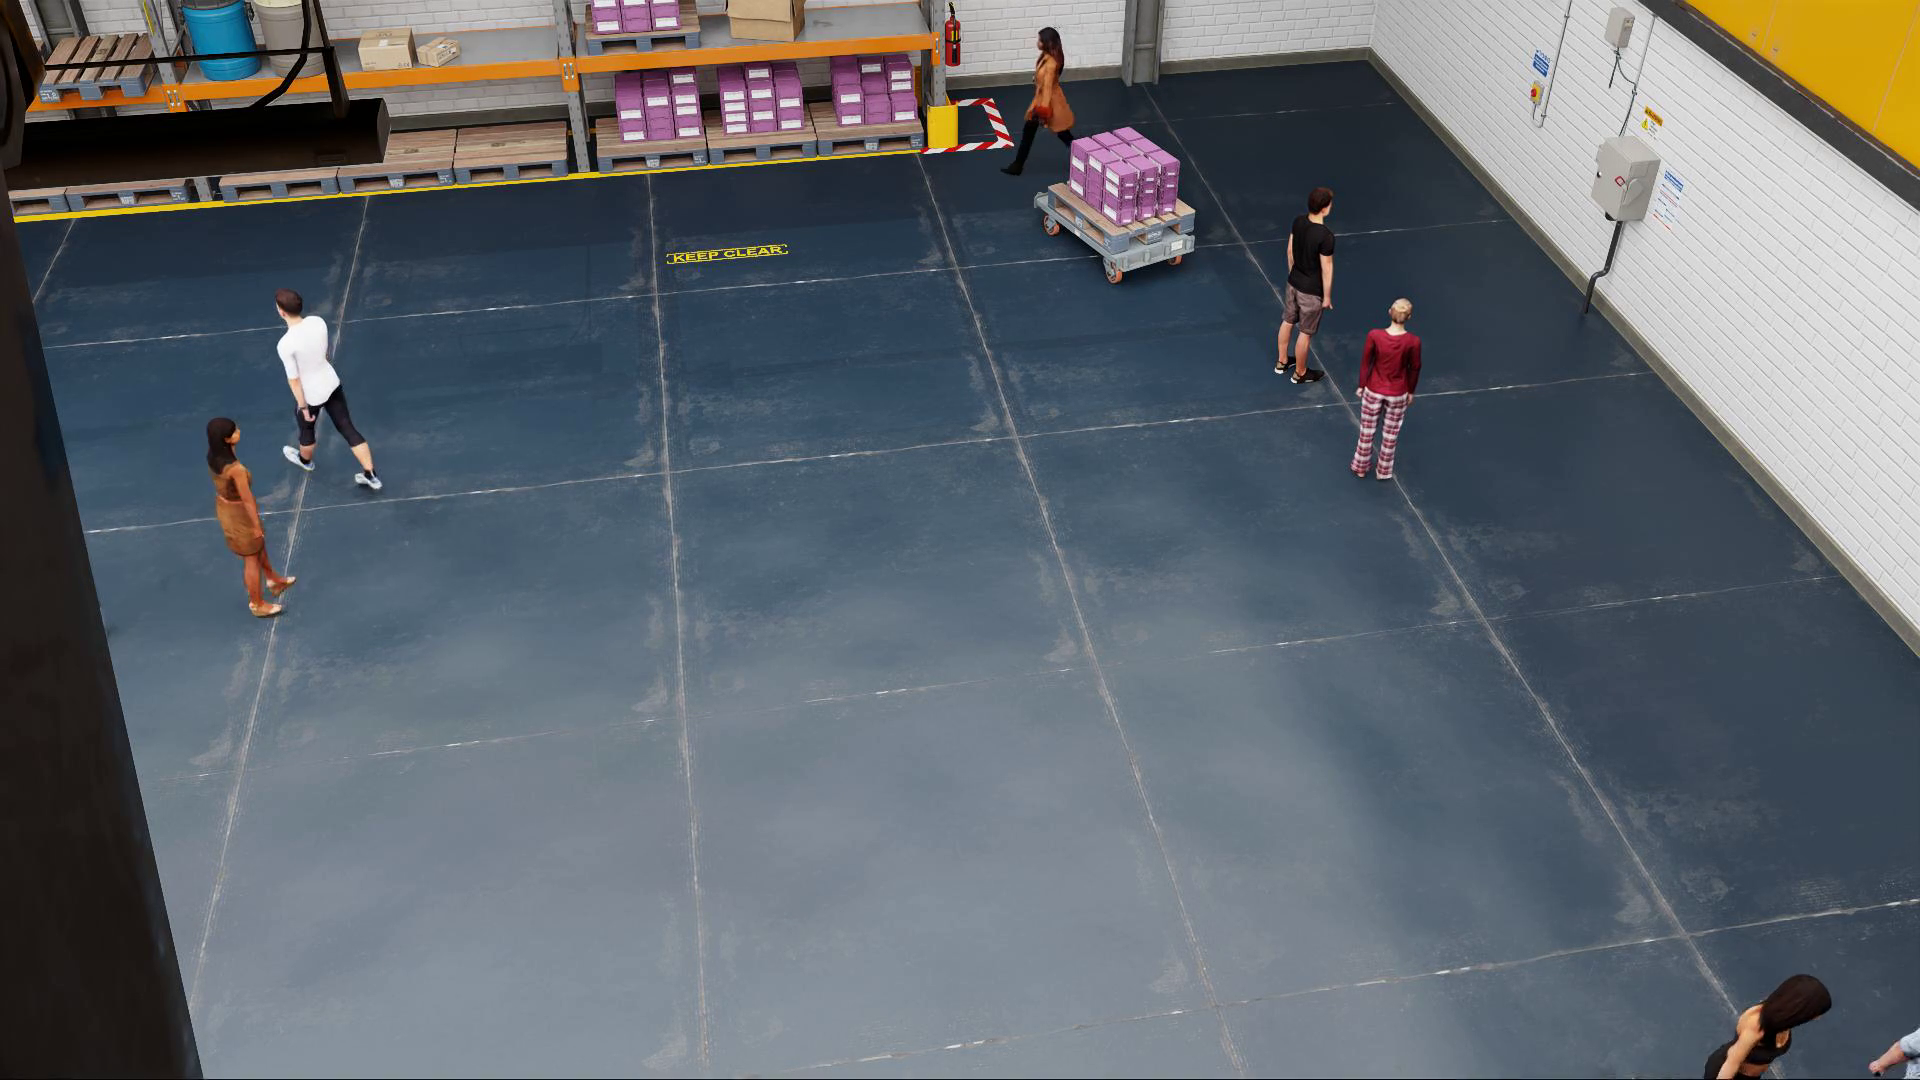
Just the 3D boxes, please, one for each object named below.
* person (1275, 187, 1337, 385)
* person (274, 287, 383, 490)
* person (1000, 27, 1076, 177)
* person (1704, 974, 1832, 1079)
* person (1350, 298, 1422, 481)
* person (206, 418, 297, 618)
[{"bbox_3d":[3.046,-2.255,14.645,0.720,1.861,0.766,-22,43,-25],"label":"person"},{"bbox_3d":[-5.060,-1.164,13.321,1.291,1.808,1.169,20,43,23],"label":"person"},{"bbox_3d":[1.043,-4.612,17.752,1.186,1.666,0.721,-4,39,-4],"label":"person"},{"bbox_3d":[3.939,2.719,8.619,0.861,1.607,0.864,-20,43,-23],"label":"person"},{"bbox_3d":[3.463,-1.230,13.492,0.602,1.698,0.742,11,40,13],"label":"person"},{"bbox_3d":[-5.291,-0.149,12.154,0.800,1.678,0.742,-27,46,-30],"label":"person"}]
